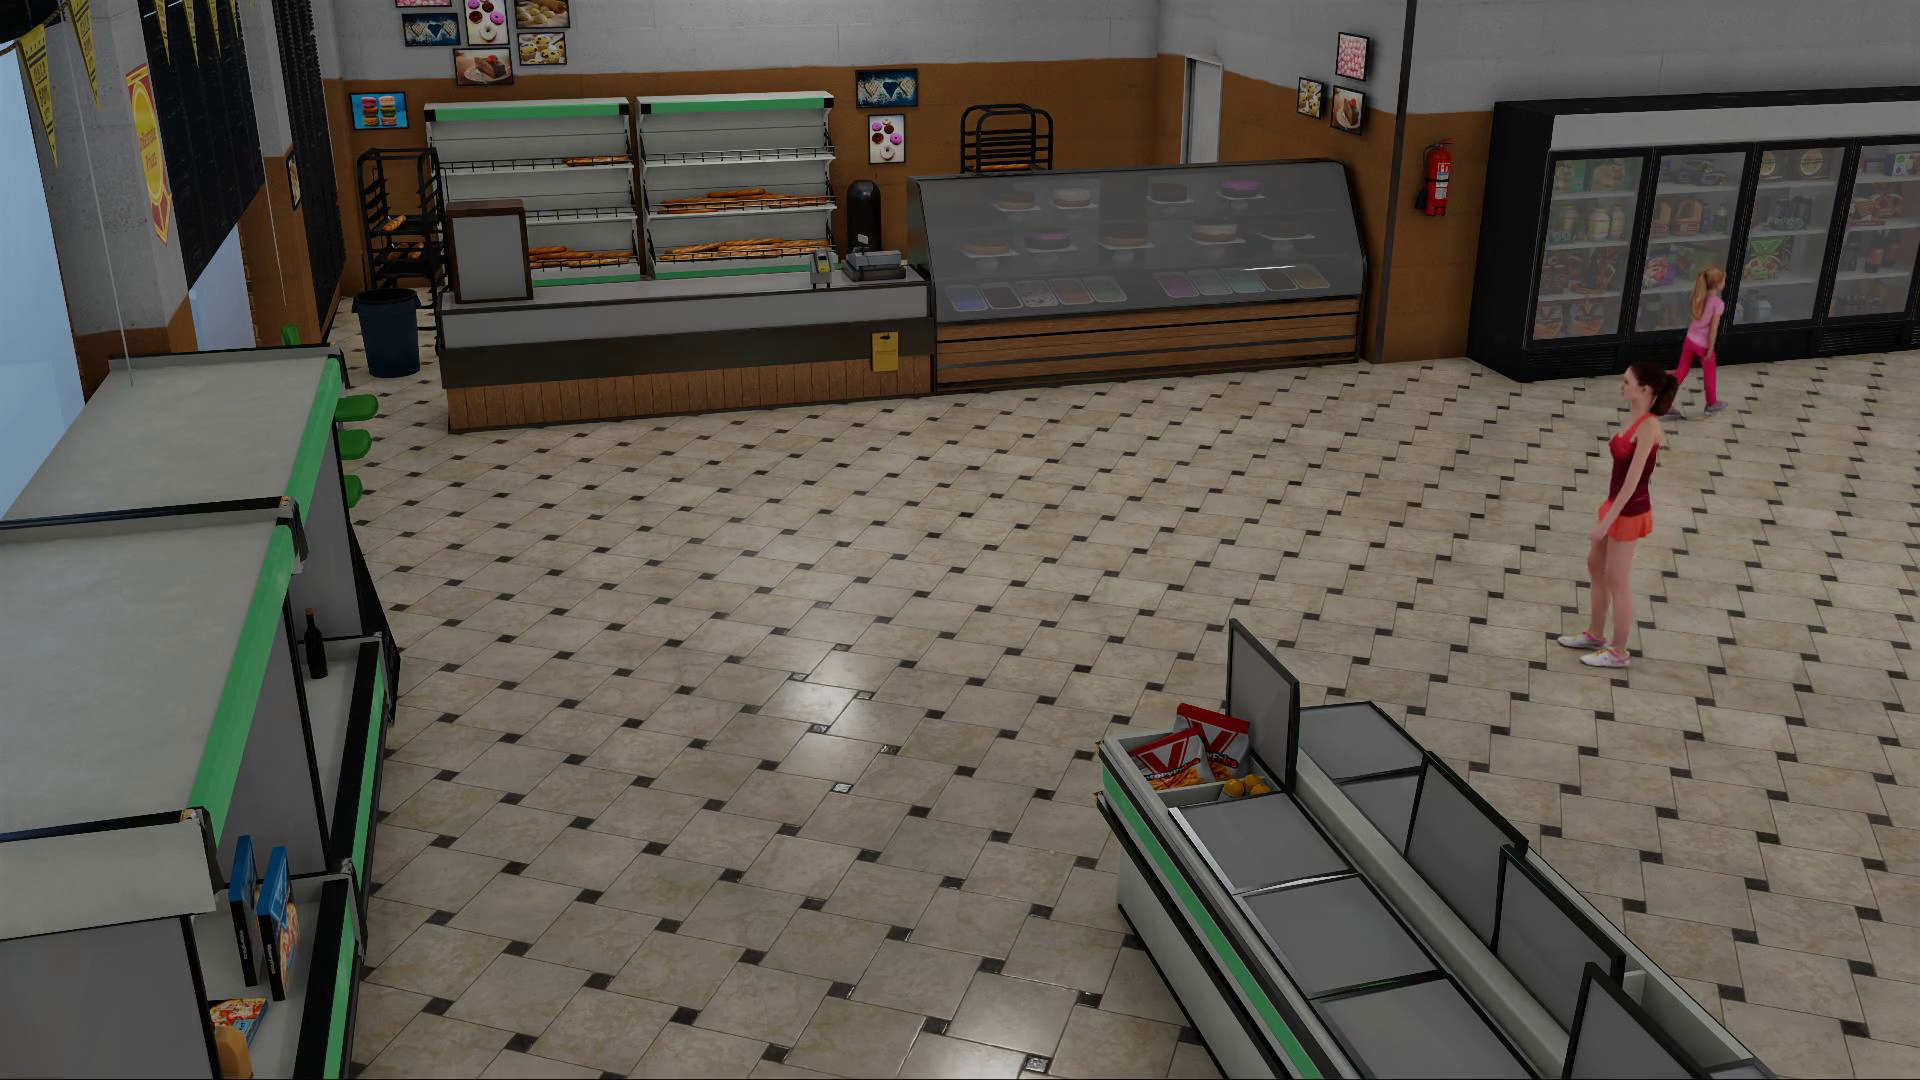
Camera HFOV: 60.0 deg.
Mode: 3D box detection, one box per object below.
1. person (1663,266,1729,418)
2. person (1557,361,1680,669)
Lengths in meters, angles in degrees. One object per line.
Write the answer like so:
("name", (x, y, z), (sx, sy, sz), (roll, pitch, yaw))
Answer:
("person", (5.908, -1.567, 13.397), (0.656, 1.244, 0.865), (-10, 24, -22))
("person", (3.690, -0.124, 9.134), (0.742, 1.746, 0.673), (4, 22, 10))
